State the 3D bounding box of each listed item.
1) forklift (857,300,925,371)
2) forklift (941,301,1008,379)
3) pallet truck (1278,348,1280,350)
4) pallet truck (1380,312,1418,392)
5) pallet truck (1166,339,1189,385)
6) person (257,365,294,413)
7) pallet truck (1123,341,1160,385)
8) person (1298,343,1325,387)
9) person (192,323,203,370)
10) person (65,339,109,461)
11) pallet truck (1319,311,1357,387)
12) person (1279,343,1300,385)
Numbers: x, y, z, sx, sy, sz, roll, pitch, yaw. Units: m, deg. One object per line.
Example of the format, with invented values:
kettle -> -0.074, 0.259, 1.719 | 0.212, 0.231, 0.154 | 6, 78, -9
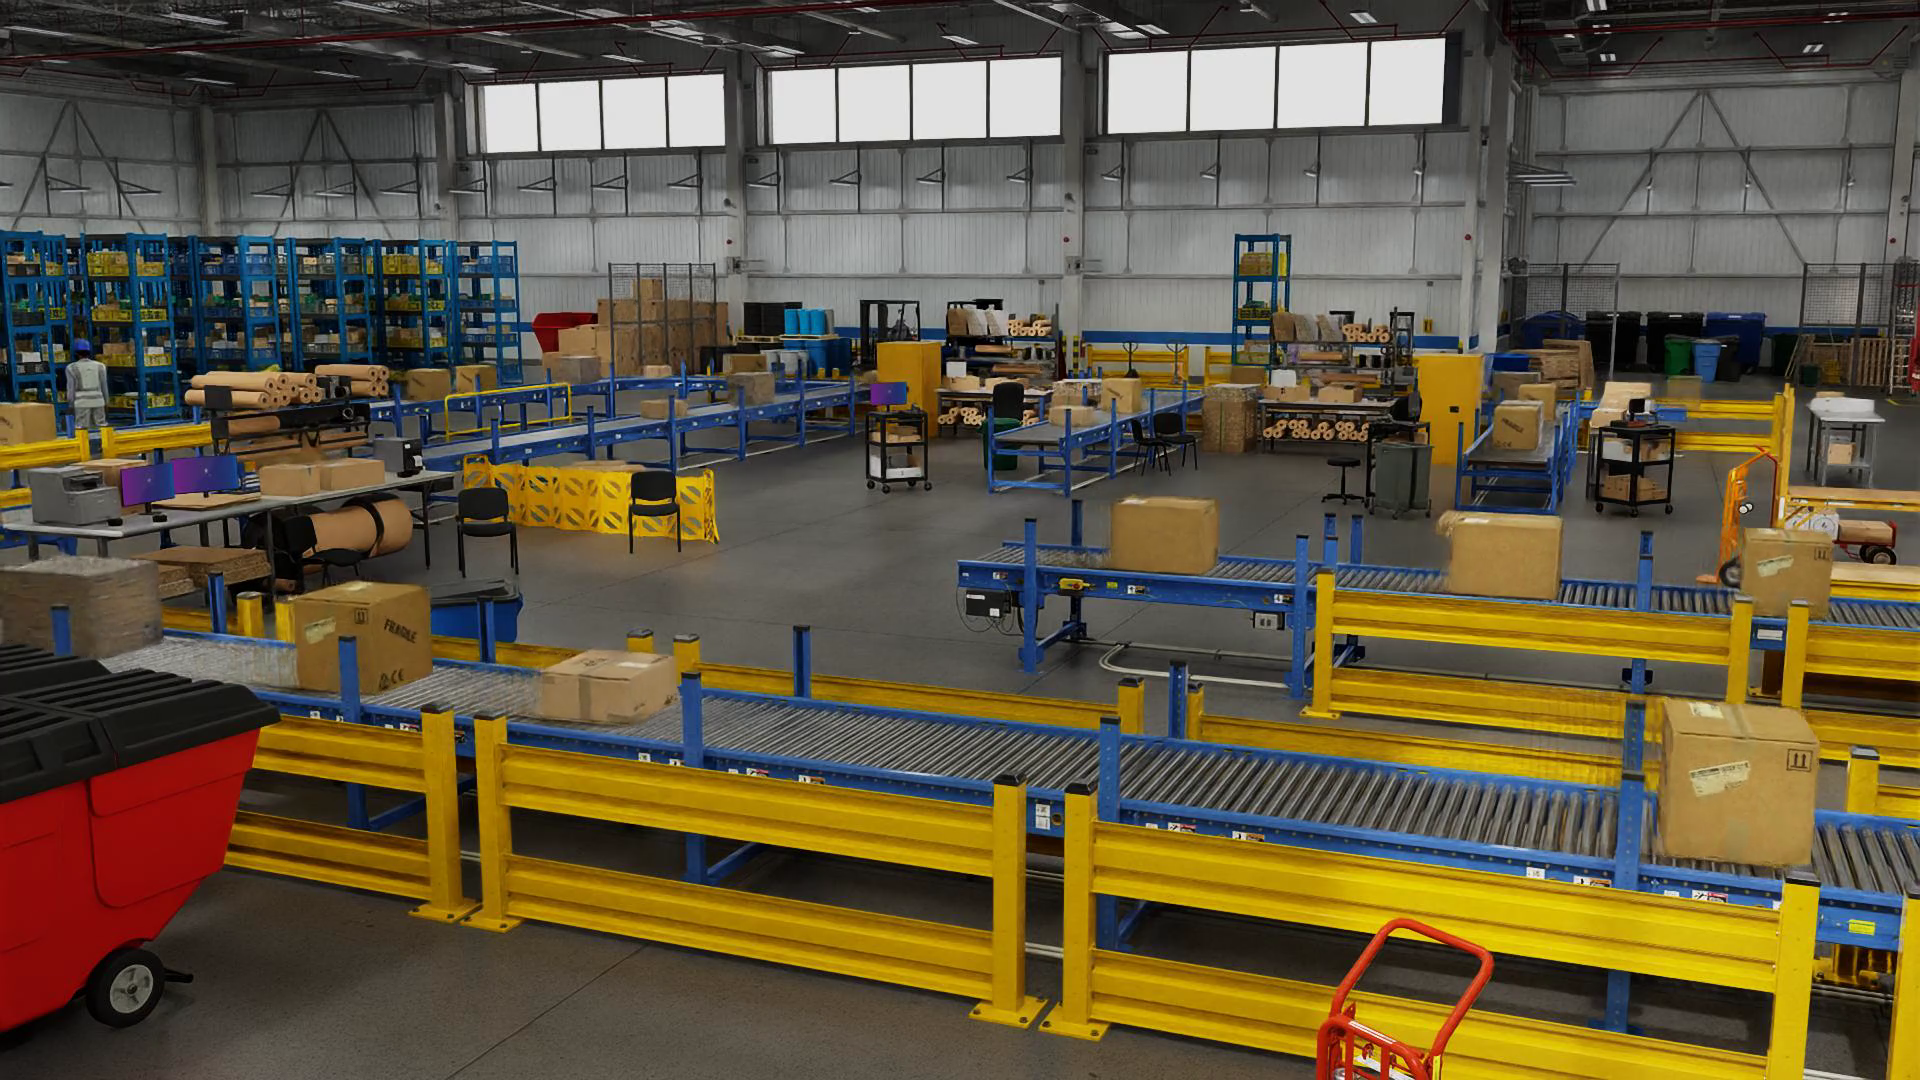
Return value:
forklift -> -1.732, -5.109, 42.468 | 1.157, 1.987, 2.680 | 4, 10, 22
forklift -> 0.365, -4.966, 41.571 | 1.157, 1.987, 2.680 | 3, 10, 20
pallet truck -> 7.886, -4.163, 39.743 | 0.653, 1.274, 1.630 | 4, 10, 22
pallet truck -> 10.207, -4.283, 38.369 | 0.823, 1.965, 1.885 | 3, 10, 20
pallet truck -> 5.418, -4.269, 40.420 | 0.704, 1.261, 1.522 | 3, 10, 20
person -> -8.954, -1.410, 21.723 | 0.524, 1.752, 0.520 | 2, 10, 11
pallet truck -> 4.445, -4.380, 41.279 | 0.680, 1.201, 1.601 | 4, 10, 22
person -> 7.673, -3.893, 36.432 | 0.977, 1.861, 0.631 | -2, 10, -14
person -> -17.898, -4.315, 39.065 | 0.560, 1.837, 0.389 | -3, 10, -18
person -> -13.027, -2.018, 24.855 | 0.408, 1.938, 0.646 | 7, 12, 36
pallet truck -> 9.071, -4.419, 39.190 | 0.823, 1.965, 1.885 | 5, 10, 26
person -> 6.692, -3.613, 34.288 | 0.998, 1.994, 0.633 | -4, 10, -24
